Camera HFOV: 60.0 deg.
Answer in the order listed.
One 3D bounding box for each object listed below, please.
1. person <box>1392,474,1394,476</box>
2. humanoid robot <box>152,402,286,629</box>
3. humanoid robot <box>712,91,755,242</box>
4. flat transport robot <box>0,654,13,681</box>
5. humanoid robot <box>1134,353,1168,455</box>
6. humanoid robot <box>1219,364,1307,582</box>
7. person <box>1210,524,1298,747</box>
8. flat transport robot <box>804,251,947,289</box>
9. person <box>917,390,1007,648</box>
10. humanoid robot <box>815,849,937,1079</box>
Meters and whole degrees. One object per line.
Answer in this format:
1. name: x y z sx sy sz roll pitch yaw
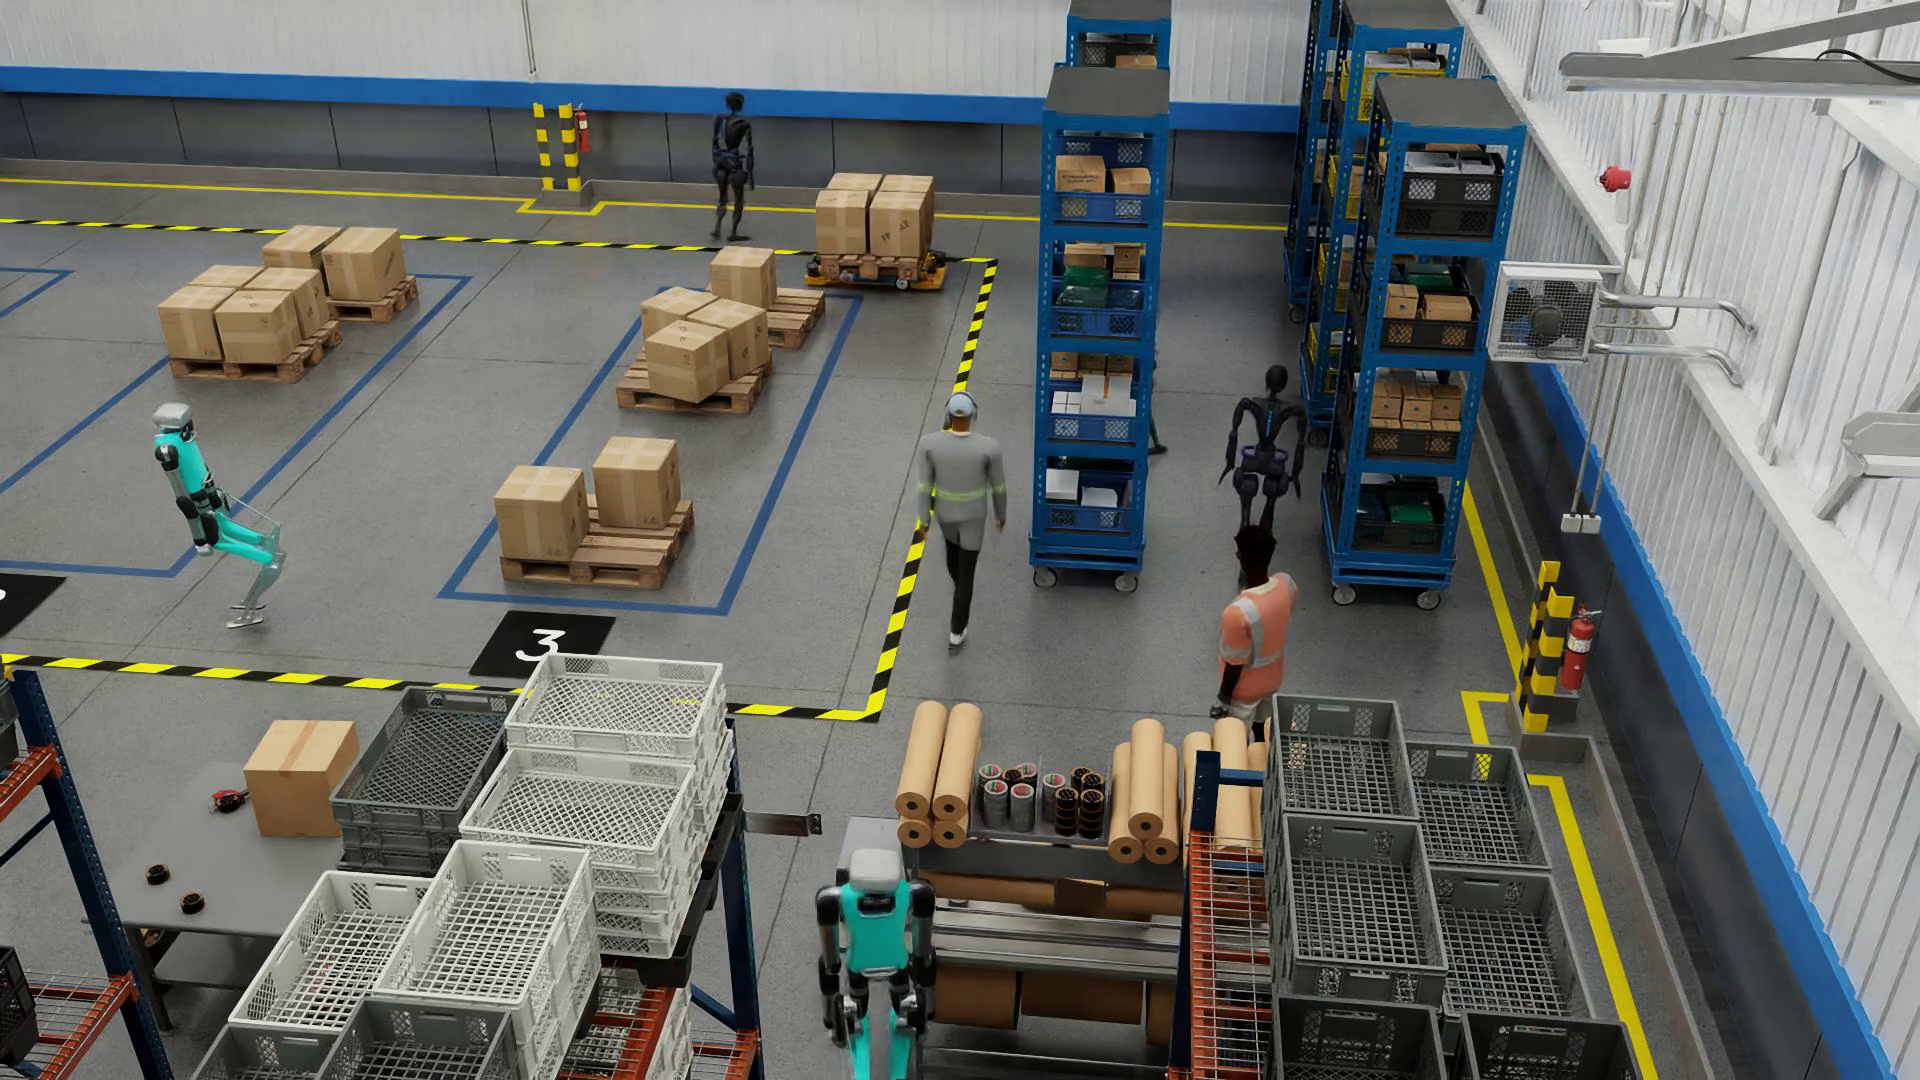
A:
1. person: 3.433 -1.049 12.815 0.356 1.938 0.631 -13 33 -21
2. humanoid robot: -4.974 -0.177 11.385 0.735 1.677 0.533 -5 31 -8
3. humanoid robot: -2.545 -4.109 18.327 0.603 1.639 0.398 17 34 27
4. flat transport robot: -7.142 0.969 11.010 1.431 0.231 0.659 3 30 6
5. humanoid robot: 1.453 -1.411 13.718 0.644 1.628 0.595 -4 30 -7
6. humanoid robot: 2.213 -0.500 12.199 0.608 1.644 0.781 6 31 10
7. person: 1.667 0.795 9.623 0.372 1.963 0.606 25 38 36
8. flat transport robot: -0.884 -2.891 17.611 1.431 0.197 0.652 3 30 6
9. person: 0.017 -0.198 11.486 0.603 1.804 0.955 6 31 10
10. humanoid robot: -0.330 2.282 7.360 0.531 1.790 0.965 -4 30 -7
